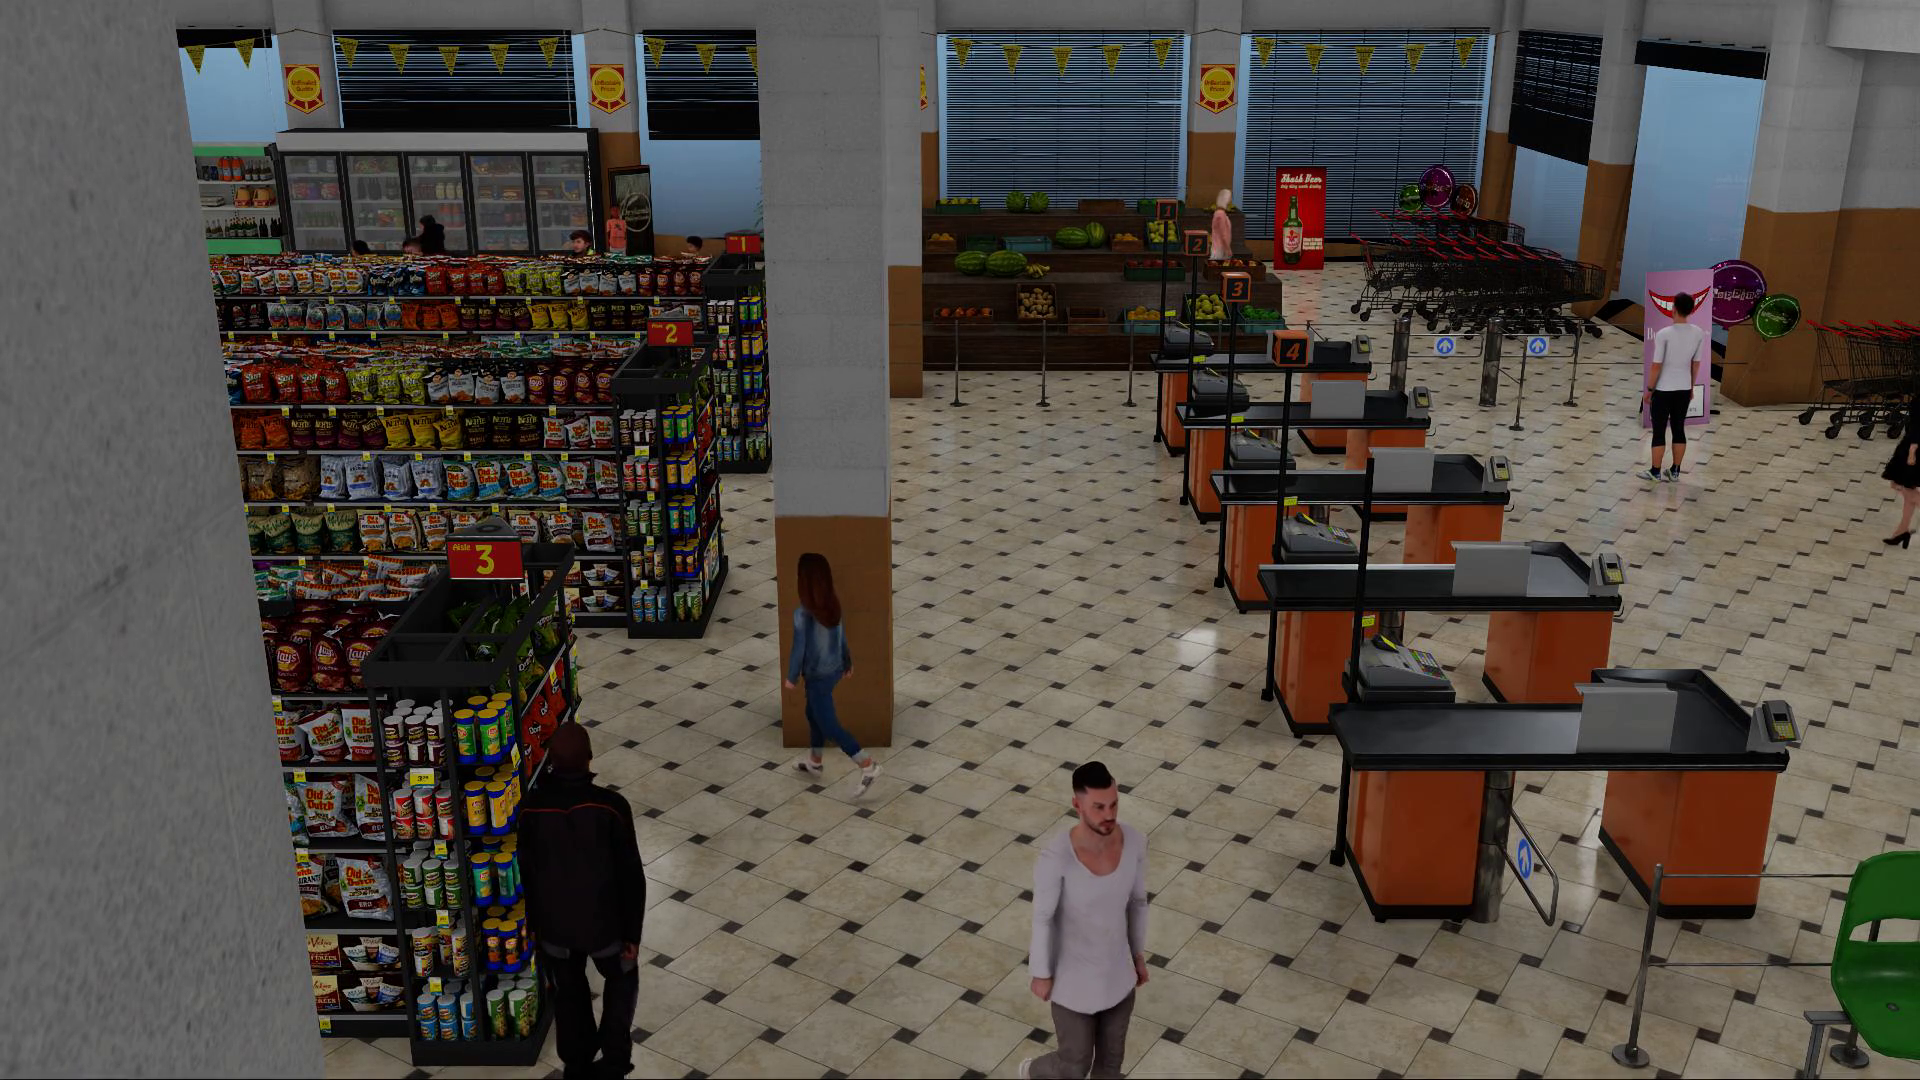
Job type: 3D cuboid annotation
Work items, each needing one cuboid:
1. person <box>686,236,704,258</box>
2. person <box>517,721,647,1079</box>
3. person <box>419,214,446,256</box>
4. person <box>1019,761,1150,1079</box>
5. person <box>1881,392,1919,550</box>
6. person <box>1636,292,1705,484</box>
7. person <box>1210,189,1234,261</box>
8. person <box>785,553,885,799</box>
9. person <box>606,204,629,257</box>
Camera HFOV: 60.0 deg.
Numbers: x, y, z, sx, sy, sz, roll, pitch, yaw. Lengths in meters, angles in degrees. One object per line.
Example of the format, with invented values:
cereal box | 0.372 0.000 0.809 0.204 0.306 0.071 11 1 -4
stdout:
person | -3.736 -3.730 23.808 0.793 1.214 0.838 17 25 41
person | -1.595 1.641 6.942 0.668 1.813 0.765 -1 19 -3
person | -7.101 -3.620 22.809 1.040 1.643 0.744 -2 19 -7
person | 0.491 1.702 6.737 0.935 1.828 0.954 -10 21 -28
person | 8.223 -0.728 14.097 0.885 1.730 0.927 -14 23 -36
person | 6.911 -1.474 16.119 0.555 1.851 0.758 -3 19 -8
person | 3.821 -4.380 25.011 1.123 1.676 0.681 2 19 5
person | -0.762 0.817 9.956 1.000 1.447 0.811 7 20 20
person | -5.471 -4.702 26.539 0.493 1.311 0.597 -6 20 -17
